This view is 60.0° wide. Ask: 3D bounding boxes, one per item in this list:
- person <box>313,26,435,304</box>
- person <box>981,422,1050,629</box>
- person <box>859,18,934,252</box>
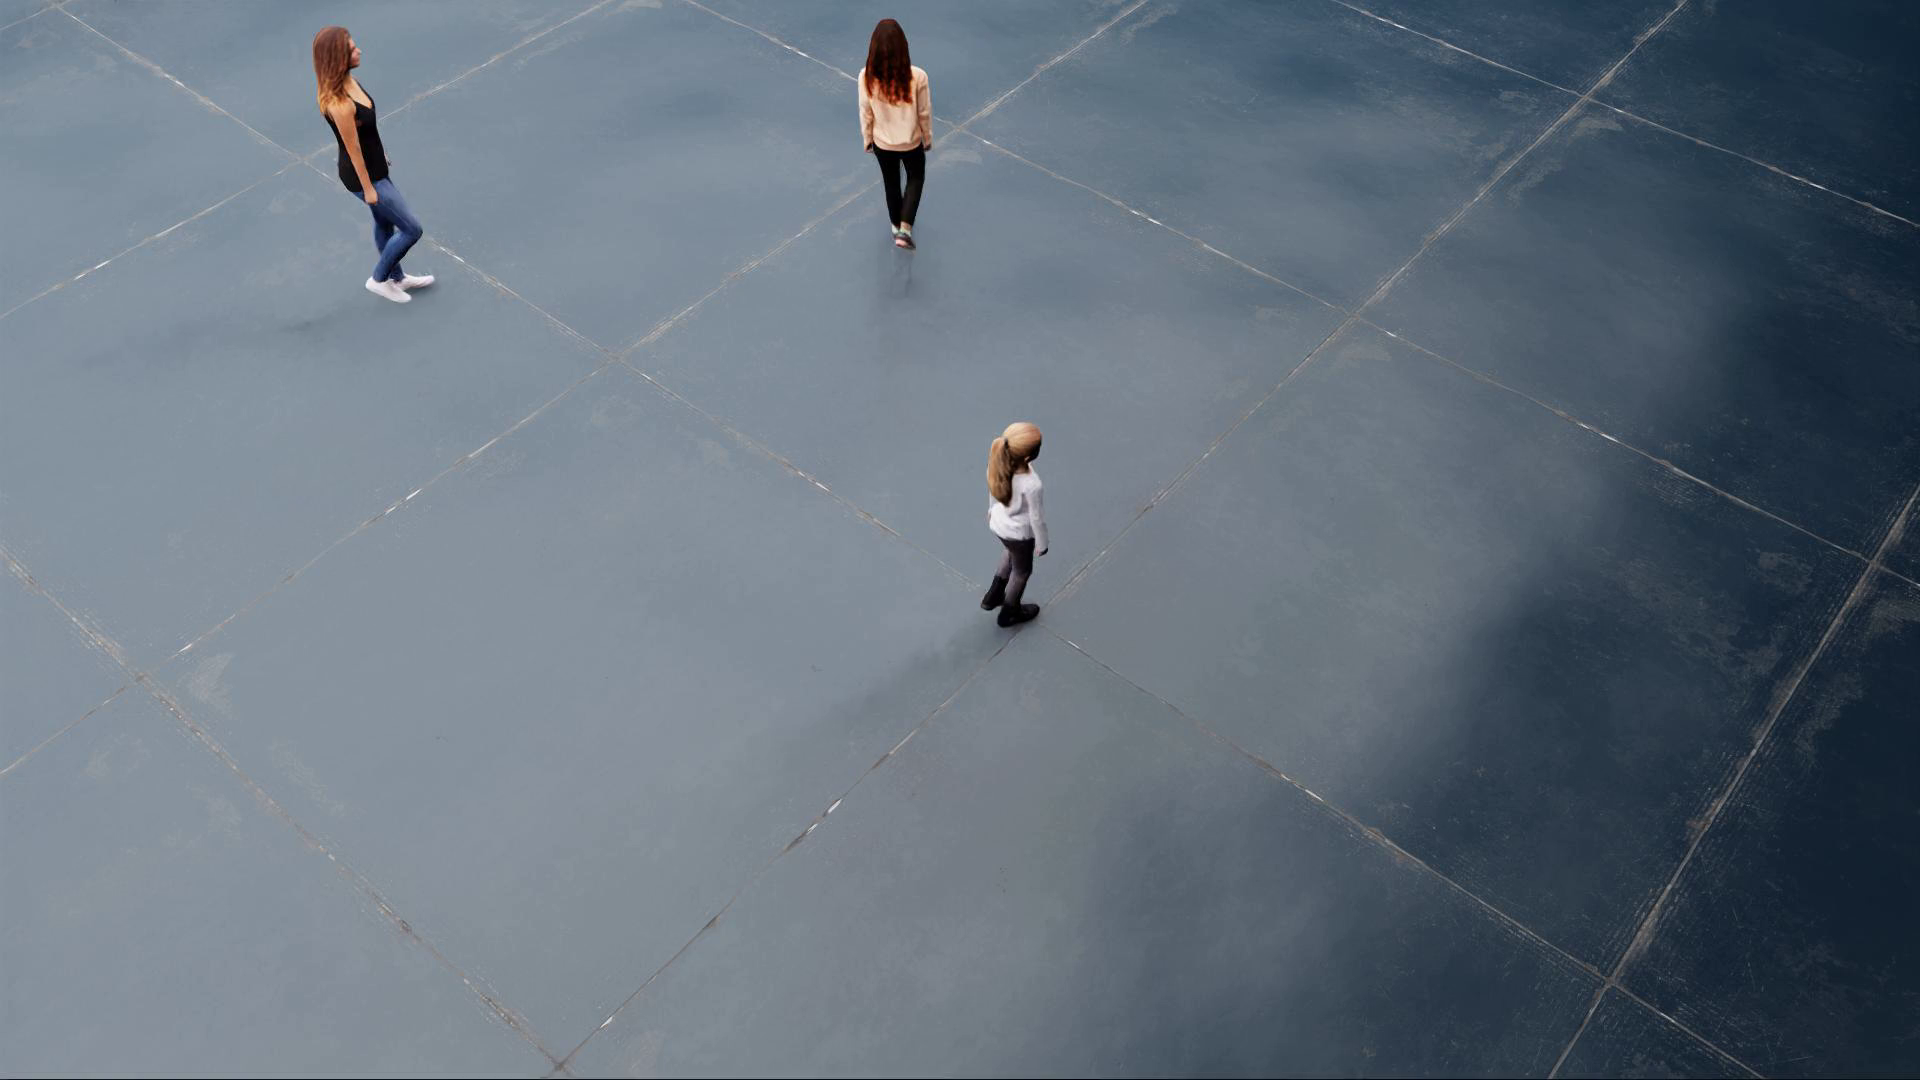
[{"bbox_3d":[-3.325,-2.012,9.140,0.779,1.712,0.726,-10,48,-9],"label":"person"},{"bbox_3d":[0.201,-0.038,7.617,0.588,1.269,0.563,-26,52,-22],"label":"person"},{"bbox_3d":[-0.362,-2.263,9.536,0.758,1.471,0.844,6,48,6],"label":"person"}]
